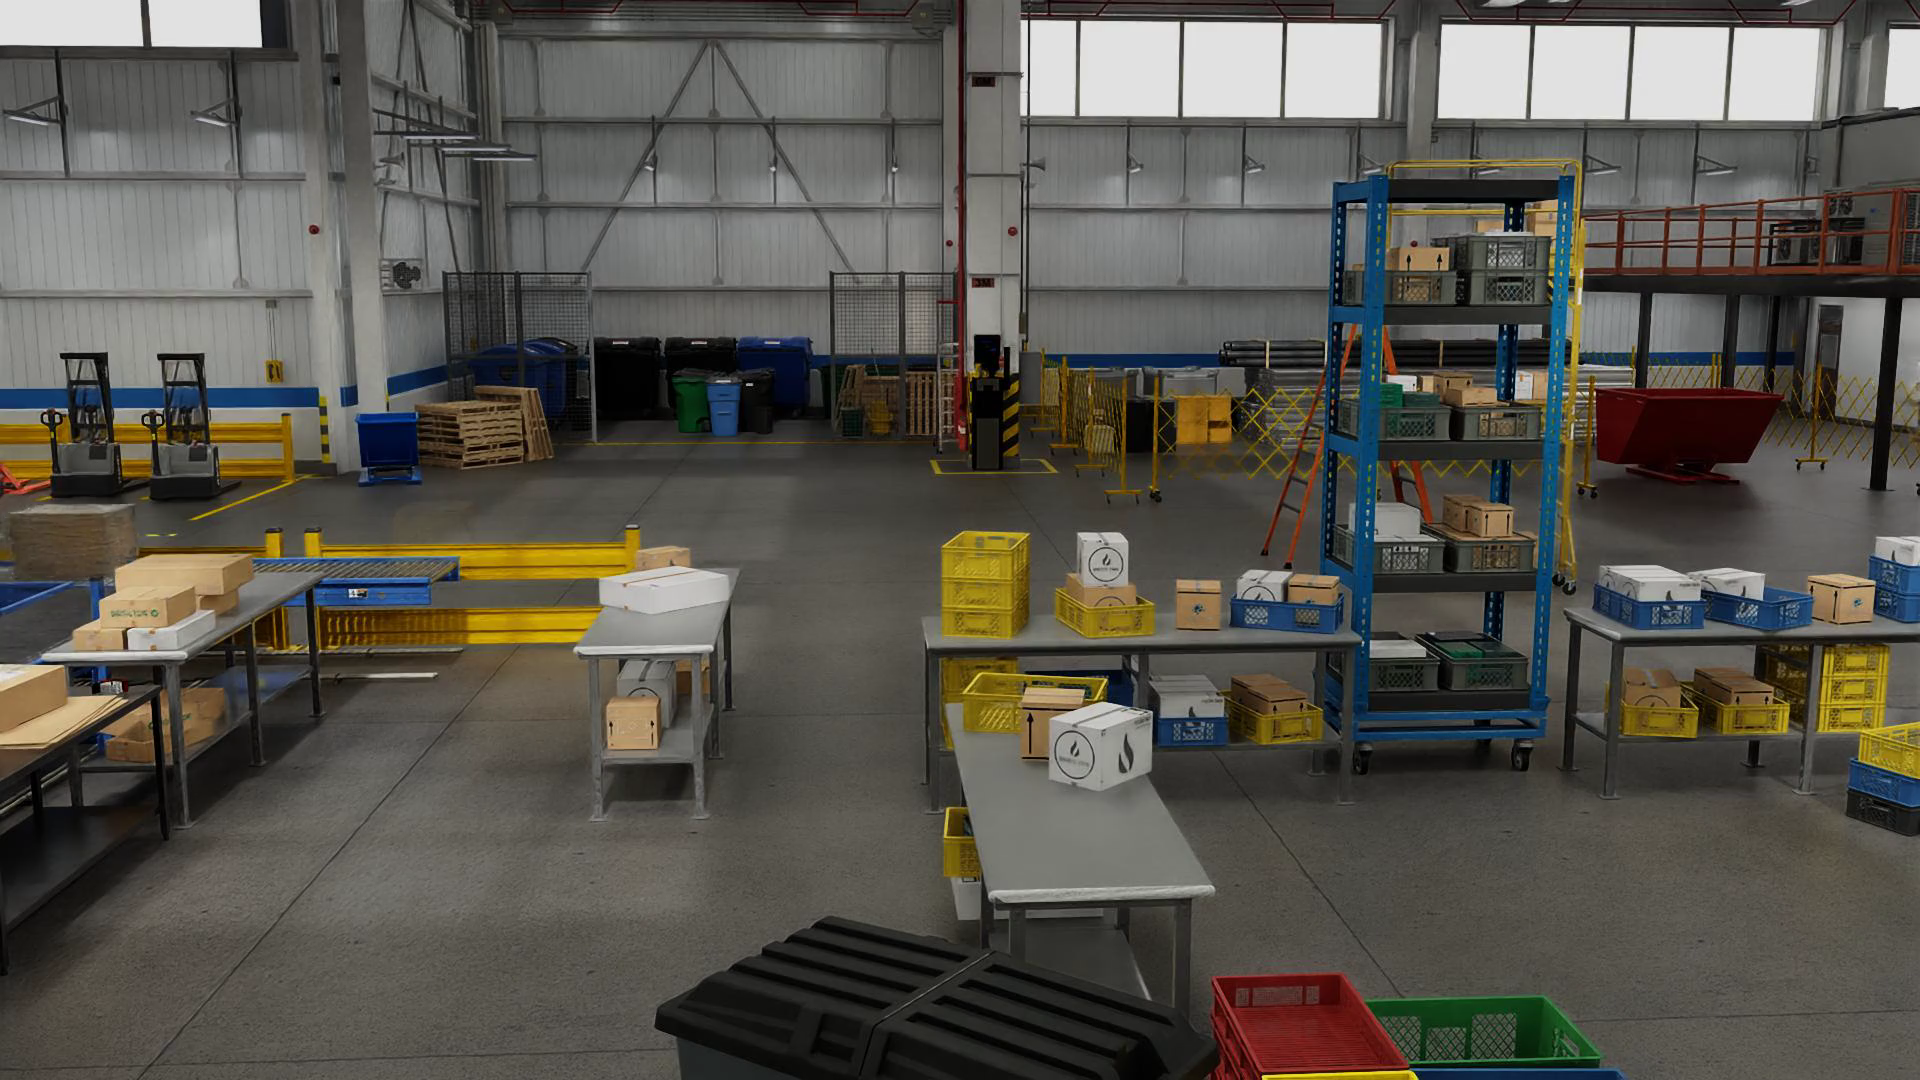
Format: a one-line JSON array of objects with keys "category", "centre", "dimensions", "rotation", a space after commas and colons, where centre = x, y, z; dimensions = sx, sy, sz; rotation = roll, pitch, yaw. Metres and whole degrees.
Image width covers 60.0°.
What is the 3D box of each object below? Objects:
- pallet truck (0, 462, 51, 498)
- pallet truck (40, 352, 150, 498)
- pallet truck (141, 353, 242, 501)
[{"category": "pallet truck", "centre": [-13.193, -1.293, 23.148], "dimensions": [0.653, 1.274, 1.630], "rotation": [-1, 9, -4]}, {"category": "pallet truck", "centre": [-11.907, -1.642, 23.165], "dimensions": [0.823, 1.965, 1.885], "rotation": [0, 9, 0]}, {"category": "pallet truck", "centre": [-10.520, -1.604, 22.925], "dimensions": [0.823, 1.965, 1.885], "rotation": [-1, 9, -6]}]
